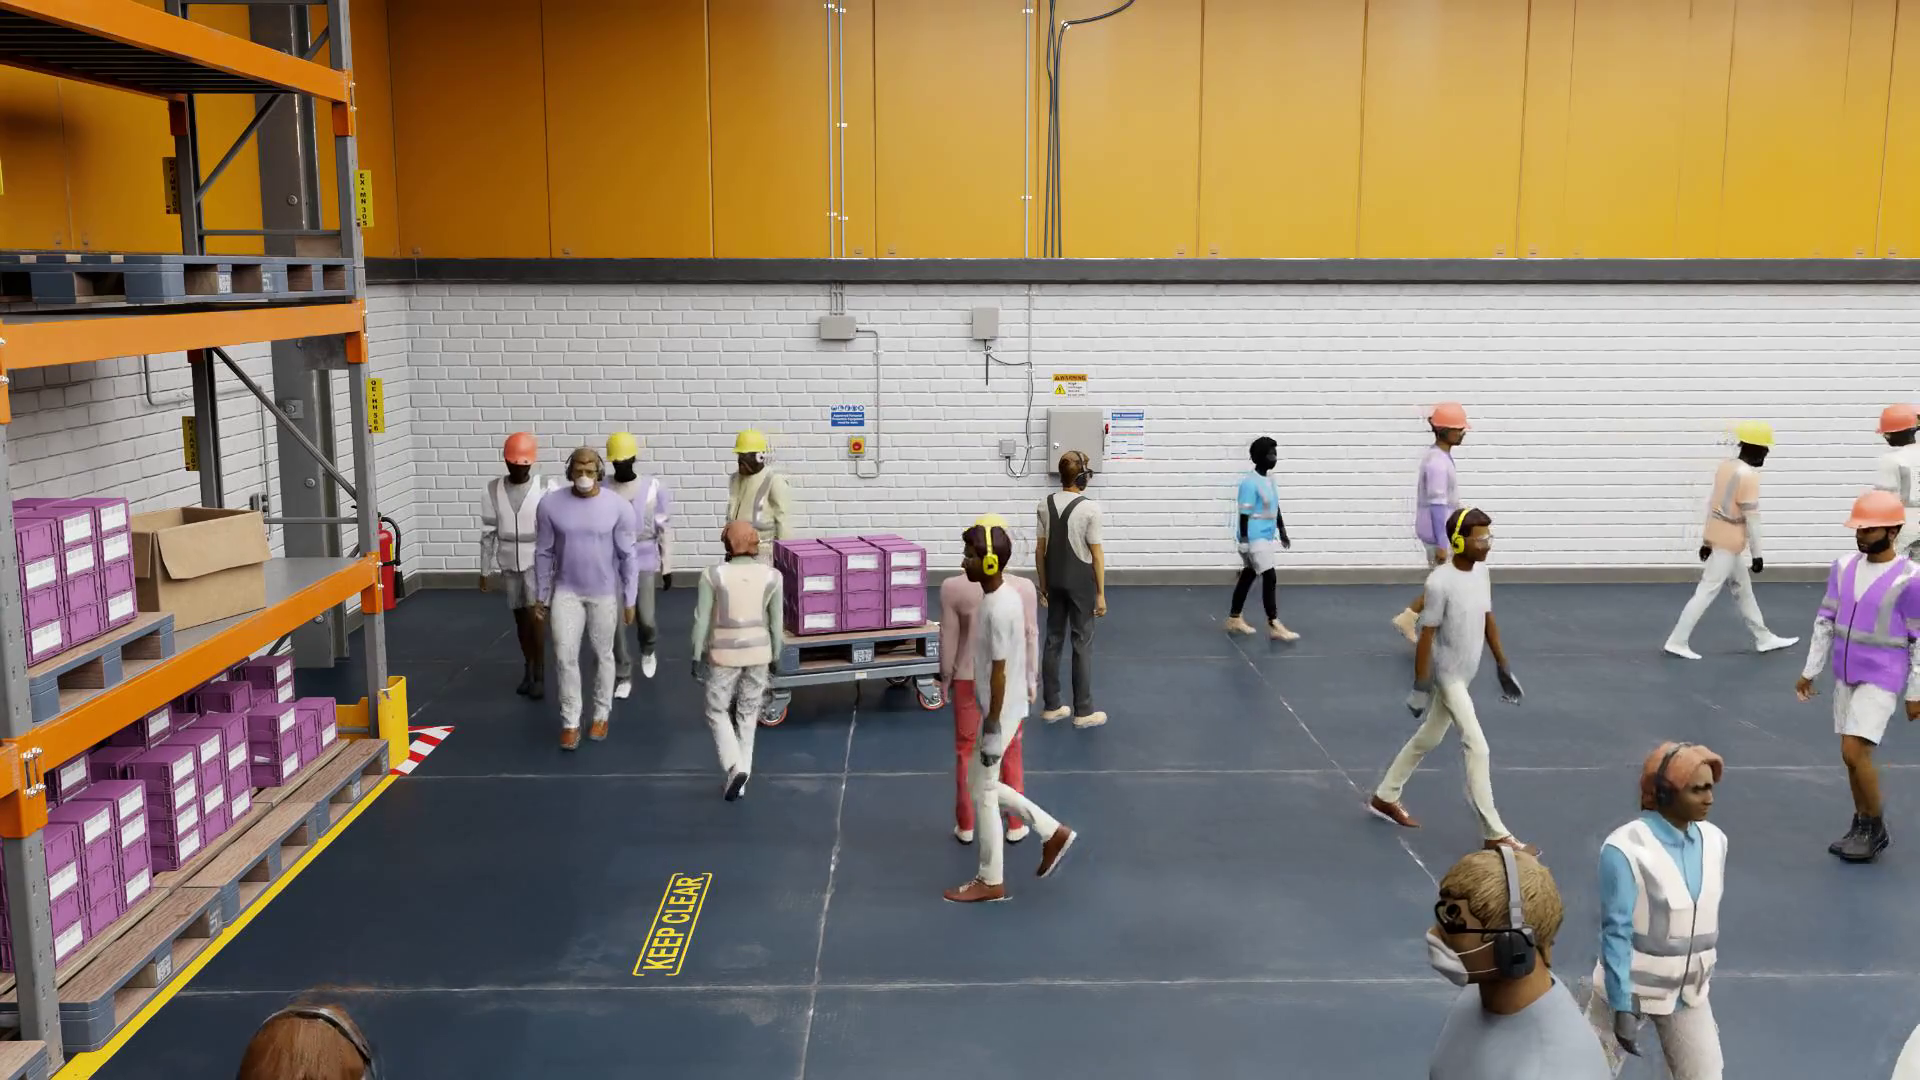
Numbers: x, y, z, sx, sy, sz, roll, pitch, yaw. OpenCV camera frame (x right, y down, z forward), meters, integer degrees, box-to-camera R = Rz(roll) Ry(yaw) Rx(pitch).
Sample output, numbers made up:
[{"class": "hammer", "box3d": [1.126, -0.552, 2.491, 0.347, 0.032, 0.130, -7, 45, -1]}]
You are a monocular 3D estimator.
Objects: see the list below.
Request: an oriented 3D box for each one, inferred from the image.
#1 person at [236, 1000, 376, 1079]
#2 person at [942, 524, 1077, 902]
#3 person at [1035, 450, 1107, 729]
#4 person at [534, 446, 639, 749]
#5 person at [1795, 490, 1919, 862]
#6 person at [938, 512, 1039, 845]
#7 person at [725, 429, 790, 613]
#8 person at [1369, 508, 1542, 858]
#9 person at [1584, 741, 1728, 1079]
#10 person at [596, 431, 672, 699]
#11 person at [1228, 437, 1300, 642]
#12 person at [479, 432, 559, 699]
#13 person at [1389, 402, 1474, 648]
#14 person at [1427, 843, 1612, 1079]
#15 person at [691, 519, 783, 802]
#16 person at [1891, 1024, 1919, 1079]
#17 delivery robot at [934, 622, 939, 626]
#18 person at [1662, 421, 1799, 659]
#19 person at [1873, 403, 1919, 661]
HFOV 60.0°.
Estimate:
[{"class": "person", "box3d": [-1.089, 1.654, 3.005, 0.622, 1.810, 0.883, -3, 10, -15]}, {"class": "person", "box3d": [0.227, 0.834, 7.912, 0.556, 1.849, 0.521, 0, 9, -1]}, {"class": "person", "box3d": [0.742, 0.325, 11.029, 0.519, 1.844, 0.331, 7, 12, 37]}, {"class": "person", "box3d": [-2.367, 0.368, 10.516, 0.677, 1.921, 0.724, 0, 9, -3]}, {"class": "person", "box3d": [4.602, 0.697, 8.512, 0.496, 1.919, 0.554, -3, 10, -15]}, {"class": "person", "box3d": [0.150, 0.730, 8.788, 0.533, 1.767, 0.325, 0, 9, 2]}, {"class": "person", "box3d": [-1.574, 0.053, 12.775, 0.591, 1.821, 0.412, 9, 13, 44]}, {"class": "person", "box3d": [2.595, 0.719, 8.749, 1.020, 1.818, 0.534, 8, 12, 40]}, {"class": "person", "box3d": [2.139, 1.390, 5.232, 0.504, 1.605, 0.835, -4, 10, -21]}, {"class": "person", "box3d": [-2.364, 0.156, 11.879, 0.604, 1.905, 0.540, -1, 9, -4]}, {"class": "person", "box3d": [2.522, -0.005, 13.594, 0.769, 1.668, 0.550, 5, 10, 26]}, {"class": "person", "box3d": [-3.094, 0.180, 11.714, 0.566, 1.902, 0.625, 1, 9, 4]}, {"class": "person", "box3d": [3.680, -0.063, 12.855, 0.490, 2.024, 0.629, 3, 10, 17]}, {"class": "person", "box3d": [1.091, 1.543, 3.327, 0.368, 1.932, 0.623, 1, 9, 6]}, {"class": "person", "box3d": [-1.241, 0.694, 9.431, 0.556, 1.617, 0.504, -4, 10, -24]}, {"class": "person", "box3d": [2.048, 1.563, 3.226, 0.642, 1.913, 0.582, -7, 11, -36]}, {"class": "delivery robot", "box3d": [0.117, 0.717, 12.285, 0.707, 0.478, 0.477, -3, 10, -16]}, {"class": "person", "box3d": [5.975, 0.020, 12.850, 1.043, 1.877, 0.630, 1, 9, 8]}, {"class": "person", "box3d": [7.349, -0.063, 12.932, 0.749, 2.004, 0.421, -3, 10, -19]}]
